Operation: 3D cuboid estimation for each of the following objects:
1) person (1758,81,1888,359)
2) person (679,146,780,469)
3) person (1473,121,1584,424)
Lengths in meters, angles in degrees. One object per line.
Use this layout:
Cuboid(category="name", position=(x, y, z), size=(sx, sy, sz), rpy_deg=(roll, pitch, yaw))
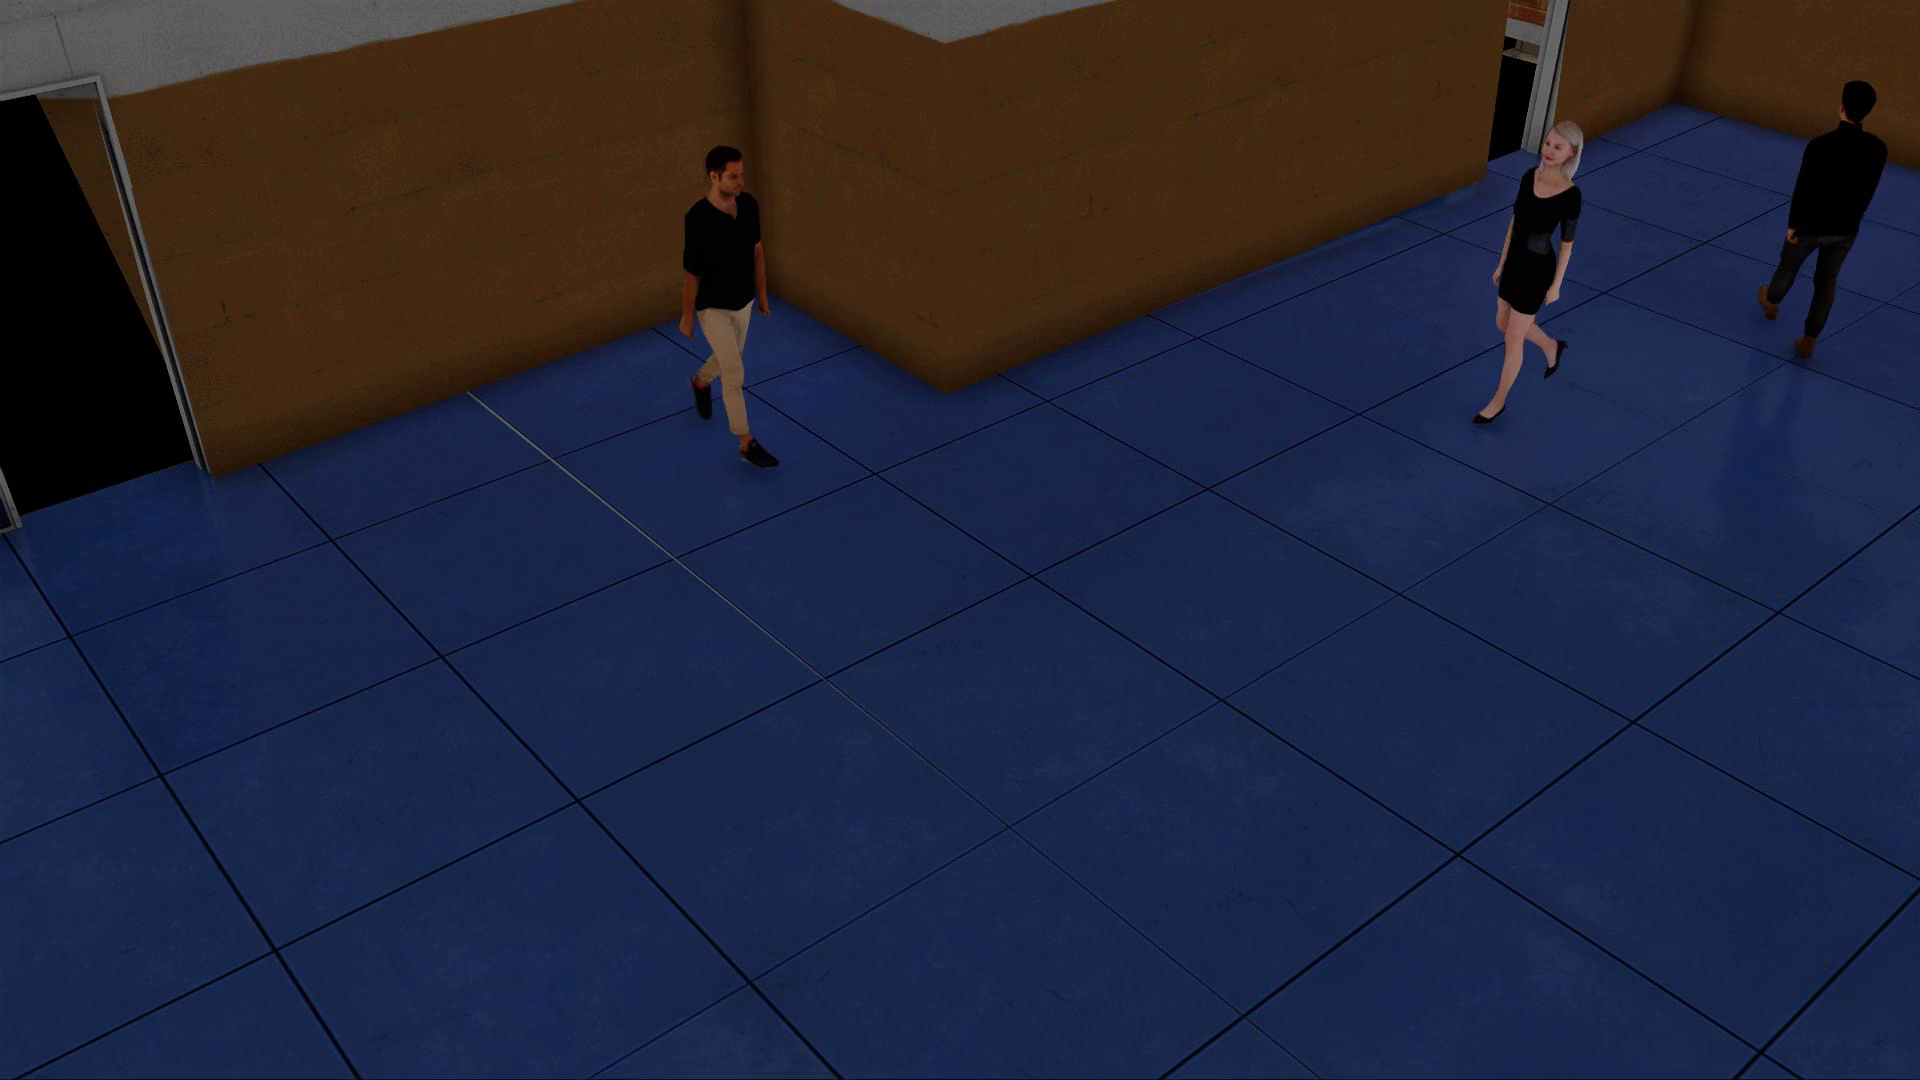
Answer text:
Cuboid(category="person", position=(5.410, -1.947, 10.339), size=(1.107, 1.685, 1.097), rpy_deg=(7, 34, 11))
Cuboid(category="person", position=(-1.376, -1.341, 9.291), size=(0.779, 1.812, 1.195), rpy_deg=(-28, 42, -35))
Cuboid(category="person", position=(3.354, -1.549, 9.627), size=(0.776, 1.811, 0.977), rpy_deg=(-17, 37, -24))
